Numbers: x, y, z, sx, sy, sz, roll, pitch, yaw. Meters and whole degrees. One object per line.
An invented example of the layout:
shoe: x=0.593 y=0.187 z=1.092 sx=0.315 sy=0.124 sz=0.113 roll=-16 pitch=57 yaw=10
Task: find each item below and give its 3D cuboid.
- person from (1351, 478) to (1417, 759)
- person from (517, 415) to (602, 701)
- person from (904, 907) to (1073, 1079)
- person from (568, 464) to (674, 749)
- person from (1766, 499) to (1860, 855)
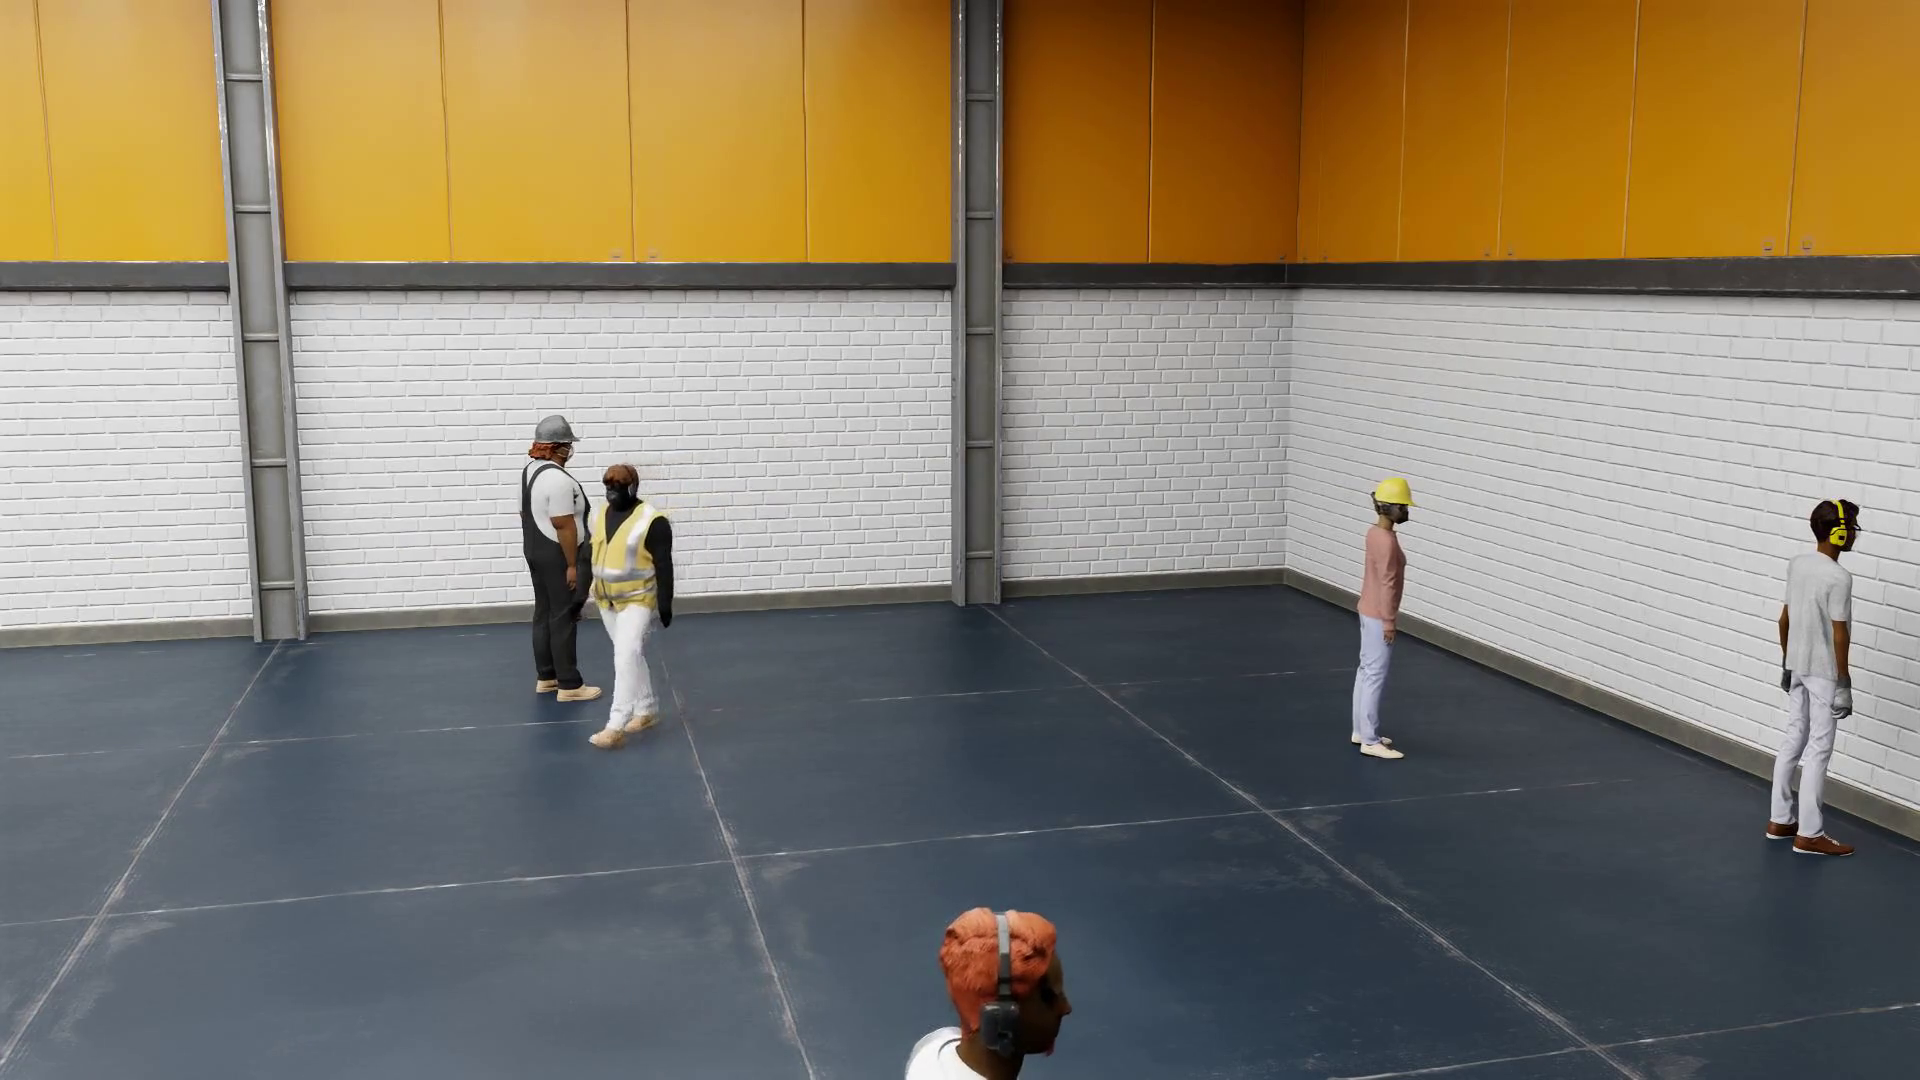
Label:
person: x=2.677 y=0.482 z=10.494 sx=0.328 sy=1.765 sz=0.527 roll=1 pitch=9 yaw=5
person: x=-2.842 y=0.118 z=11.907 sx=0.538 sy=2.000 sz=0.681 roll=-7 pitch=11 yaw=-37
person: x=0.047 y=1.600 z=3.141 sx=0.337 sy=1.882 sz=0.584 roll=-2 pitch=9 yaw=-14
person: x=-2.245 y=0.421 z=10.746 sx=0.632 sy=1.807 sz=0.880 roll=6 pitch=11 yaw=32
person: x=4.516 y=0.710 z=8.746 sx=0.312 sy=1.869 sz=0.538 roll=-1 pitch=9 yaw=-6
